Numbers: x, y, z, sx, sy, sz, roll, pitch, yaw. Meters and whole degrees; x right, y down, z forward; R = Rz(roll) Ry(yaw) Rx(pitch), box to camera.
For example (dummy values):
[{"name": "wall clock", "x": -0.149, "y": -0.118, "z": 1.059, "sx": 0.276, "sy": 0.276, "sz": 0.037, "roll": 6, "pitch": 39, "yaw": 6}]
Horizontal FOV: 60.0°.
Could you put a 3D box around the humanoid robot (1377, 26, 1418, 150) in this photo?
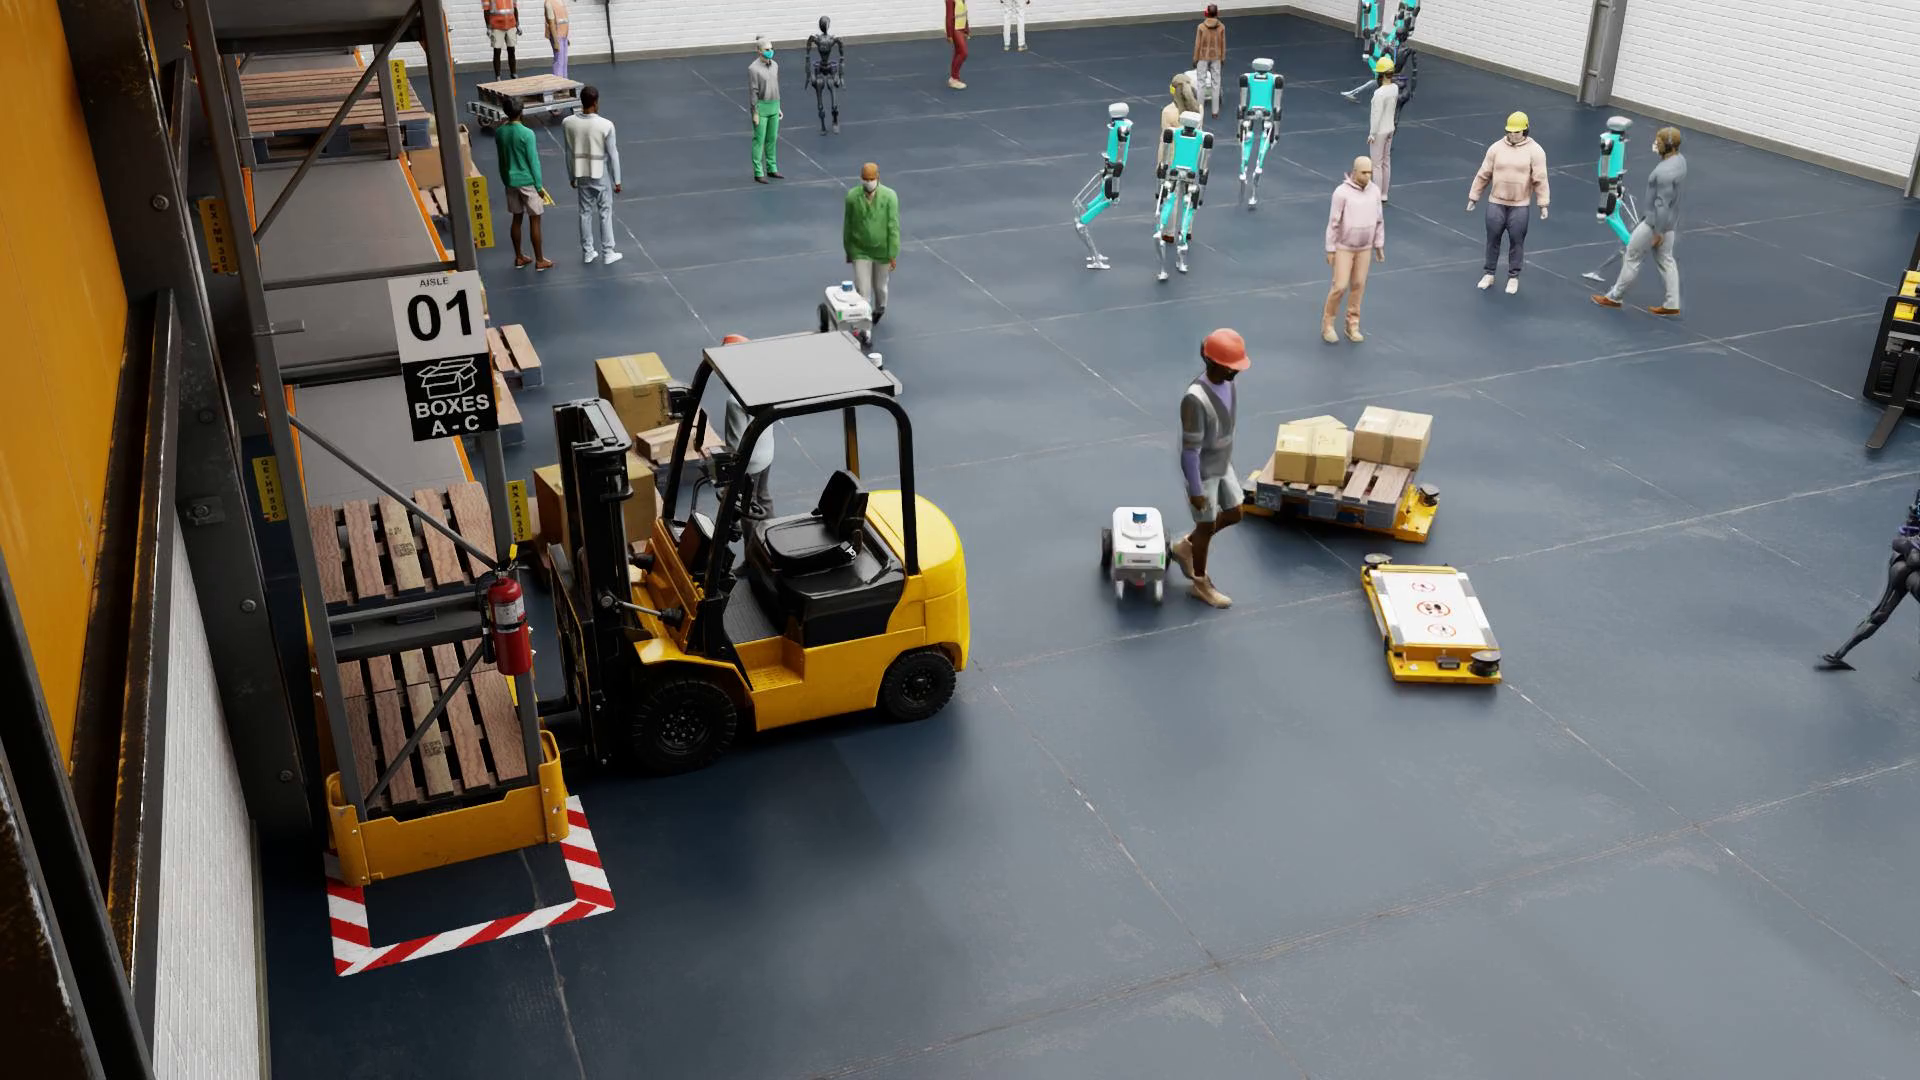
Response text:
[{"name": "humanoid robot", "x": 5.978, "y": -6.193, "z": 22.756, "sx": 0.599, "sy": 1.634, "sz": 0.646, "roll": 17, "pitch": 31, "yaw": 30}]

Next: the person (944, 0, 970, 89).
[{"name": "person", "x": -0.005, "y": -8.035, "z": 26.316, "sx": 0.480, "sy": 1.759, "sz": 0.477, "roll": 10, "pitch": 28, "yaw": 19}]

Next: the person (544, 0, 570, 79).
[{"name": "person", "x": -6.160, "y": -7.693, "z": 25.533, "sx": 0.390, "sy": 1.846, "sz": 0.564, "roll": 2, "pitch": 27, "yaw": 4}]

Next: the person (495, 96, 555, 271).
[{"name": "person", "x": -4.703, "y": -3.803, "z": 17.806, "sx": 0.507, "sy": 1.841, "sz": 0.393, "roll": 11, "pitch": 29, "yaw": 20}]

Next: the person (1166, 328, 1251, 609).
[{"name": "person", "x": 1.650, "y": -0.478, "z": 11.014, "sx": 0.560, "sy": 2.012, "sz": 0.669, "roll": 18, "pitch": 32, "yaw": 32}]

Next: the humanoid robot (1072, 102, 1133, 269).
[{"name": "humanoid robot", "x": 1.473, "y": -3.806, "z": 17.881, "sx": 0.698, "sy": 1.748, "sz": 0.531, "roll": -1, "pitch": 27, "yaw": -2}]

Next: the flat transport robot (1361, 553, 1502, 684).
[{"name": "flat transport robot", "x": 3.087, "y": 0.510, "z": 10.973, "sx": 0.659, "sy": 0.231, "sz": 1.431, "roll": 2, "pitch": 27, "yaw": 3}]

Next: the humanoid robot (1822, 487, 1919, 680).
[{"name": "humanoid robot", "x": 5.893, "y": 0.136, "z": 10.224, "sx": 0.784, "sy": 1.643, "sz": 0.608, "roll": 1, "pitch": 27, "yaw": 2}]

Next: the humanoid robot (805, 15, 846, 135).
[{"name": "humanoid robot", "x": -1.901, "y": -6.534, "z": 23.407, "sx": 0.585, "sy": 1.647, "sz": 0.346, "roll": 1, "pitch": 27, "yaw": 3}]

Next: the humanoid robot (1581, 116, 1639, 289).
[{"name": "humanoid robot", "x": 6.902, "y": -3.457, "z": 17.235, "sx": 0.796, "sy": 1.790, "sz": 0.541, "roll": 17, "pitch": 31, "yaw": 30}]

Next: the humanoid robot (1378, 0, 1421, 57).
[{"name": "humanoid robot", "x": 7.080, "y": -8.307, "z": 26.949, "sx": 0.689, "sy": 1.851, "sz": 0.534, "roll": -8, "pitch": 28, "yaw": -15}]

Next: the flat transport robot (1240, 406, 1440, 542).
[{"name": "flat transport robot", "x": 2.855, "y": -0.307, "z": 12.599, "sx": 1.431, "sy": 0.231, "sz": 0.659, "roll": 11, "pitch": 29, "yaw": 21}]

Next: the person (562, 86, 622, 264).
[{"name": "person", "x": -3.962, "y": -3.933, "z": 17.992, "sx": 0.597, "sy": 1.907, "sz": 0.410, "roll": 5, "pitch": 27, "yaw": 10}]

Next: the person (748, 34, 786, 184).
[{"name": "person", "x": -2.463, "y": -5.490, "z": 21.162, "sx": 0.348, "sy": 1.839, "sz": 0.513, "roll": 20, "pitch": 33, "yaw": 34}]

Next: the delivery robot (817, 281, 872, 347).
[{"name": "delivery robot", "x": -1.081, "y": -2.198, "z": 16.050, "sx": 0.499, "sy": 0.603, "sz": 0.807, "roll": -7, "pitch": 27, "yaw": -13}]

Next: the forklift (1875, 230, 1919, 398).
[{"name": "forklift", "x": 9.029, "y": -2.397, "z": 14.618, "sx": 1.214, "sy": 2.155, "sz": 2.313, "roll": 18, "pitch": 32, "yaw": 32}]

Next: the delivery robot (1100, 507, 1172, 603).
[{"name": "delivery robot", "x": 1.236, "y": 0.061, "z": 11.560, "sx": 0.499, "sy": 0.606, "sz": 0.809, "roll": 1, "pitch": 27, "yaw": 2}]

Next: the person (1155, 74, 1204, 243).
[{"name": "person", "x": 2.475, "y": -4.282, "z": 18.720, "sx": 0.555, "sy": 1.876, "sz": 0.405, "roll": -13, "pitch": 29, "yaw": -24}]

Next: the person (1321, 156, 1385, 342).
[{"name": "person", "x": 3.733, "y": -2.767, "z": 15.808, "sx": 0.553, "sy": 1.775, "sz": 0.462, "roll": -8, "pitch": 28, "yaw": -15}]

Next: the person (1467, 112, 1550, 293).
[{"name": "person", "x": 5.678, "y": -3.500, "z": 17.189, "sx": 0.818, "sy": 1.854, "sz": 0.434, "roll": 14, "pitch": 30, "yaw": 26}]

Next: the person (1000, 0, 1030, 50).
[{"name": "person", "x": 0.962, "y": -9.590, "z": 29.266, "sx": 0.573, "sy": 1.884, "sz": 0.356, "roll": 6, "pitch": 27, "yaw": 12}]

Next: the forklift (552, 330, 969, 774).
[{"name": "forklift", "x": -1.094, "y": 0.010, "z": 9.831, "sx": 2.313, "sy": 2.155, "sz": 1.214, "roll": -10, "pitch": 28, "yaw": -20}]

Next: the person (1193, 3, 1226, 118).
[{"name": "person", "x": 3.658, "y": -7.025, "z": 24.416, "sx": 0.474, "sy": 1.650, "sz": 0.322, "roll": -2, "pitch": 27, "yaw": -3}]

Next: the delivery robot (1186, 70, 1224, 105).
[{"name": "delivery robot", "x": 3.722, "y": -6.997, "z": 25.573, "sx": 0.499, "sy": 0.582, "sz": 0.773, "roll": -5, "pitch": 27, "yaw": -10}]

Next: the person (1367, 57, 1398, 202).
[{"name": "person", "x": 5.083, "y": -4.947, "z": 20.162, "sx": 0.322, "sy": 1.765, "sz": 0.532, "roll": 19, "pitch": 33, "yaw": 33}]

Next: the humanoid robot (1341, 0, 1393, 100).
[{"name": "humanoid robot", "x": 6.363, "y": -7.451, "z": 25.180, "sx": 1.003, "sy": 1.744, "sz": 0.539, "roll": 11, "pitch": 29, "yaw": 21}]

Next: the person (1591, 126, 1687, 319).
[{"name": "person", "x": 6.860, "y": -3.137, "z": 16.437, "sx": 0.909, "sy": 1.896, "sz": 0.635, "roll": 21, "pitch": 33, "yaw": 35}]

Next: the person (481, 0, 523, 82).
[{"name": "person", "x": -7.225, "y": -8.133, "z": 26.285, "sx": 0.600, "sy": 1.959, "sz": 0.371, "roll": -20, "pitch": 33, "yaw": -34}]

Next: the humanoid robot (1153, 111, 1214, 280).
[{"name": "humanoid robot", "x": 2.304, "y": -3.547, "z": 17.427, "sx": 0.577, "sy": 1.773, "sz": 0.894, "roll": 6, "pitch": 27, "yaw": 12}]

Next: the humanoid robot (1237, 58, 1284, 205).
[{"name": "humanoid robot", "x": 3.532, "y": -4.786, "z": 19.942, "sx": 0.539, "sy": 1.833, "sz": 0.747, "roll": 9, "pitch": 28, "yaw": 17}]

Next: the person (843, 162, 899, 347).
[{"name": "person", "x": -0.849, "y": -2.791, "z": 15.909, "sx": 0.542, "sy": 1.745, "sz": 0.771, "roll": -1, "pitch": 27, "yaw": -2}]

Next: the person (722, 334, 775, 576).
[{"name": "person", "x": -1.478, "y": -0.587, "z": 11.516, "sx": 0.351, "sy": 1.740, "sz": 0.571, "roll": 8, "pitch": 28, "yaw": 15}]
